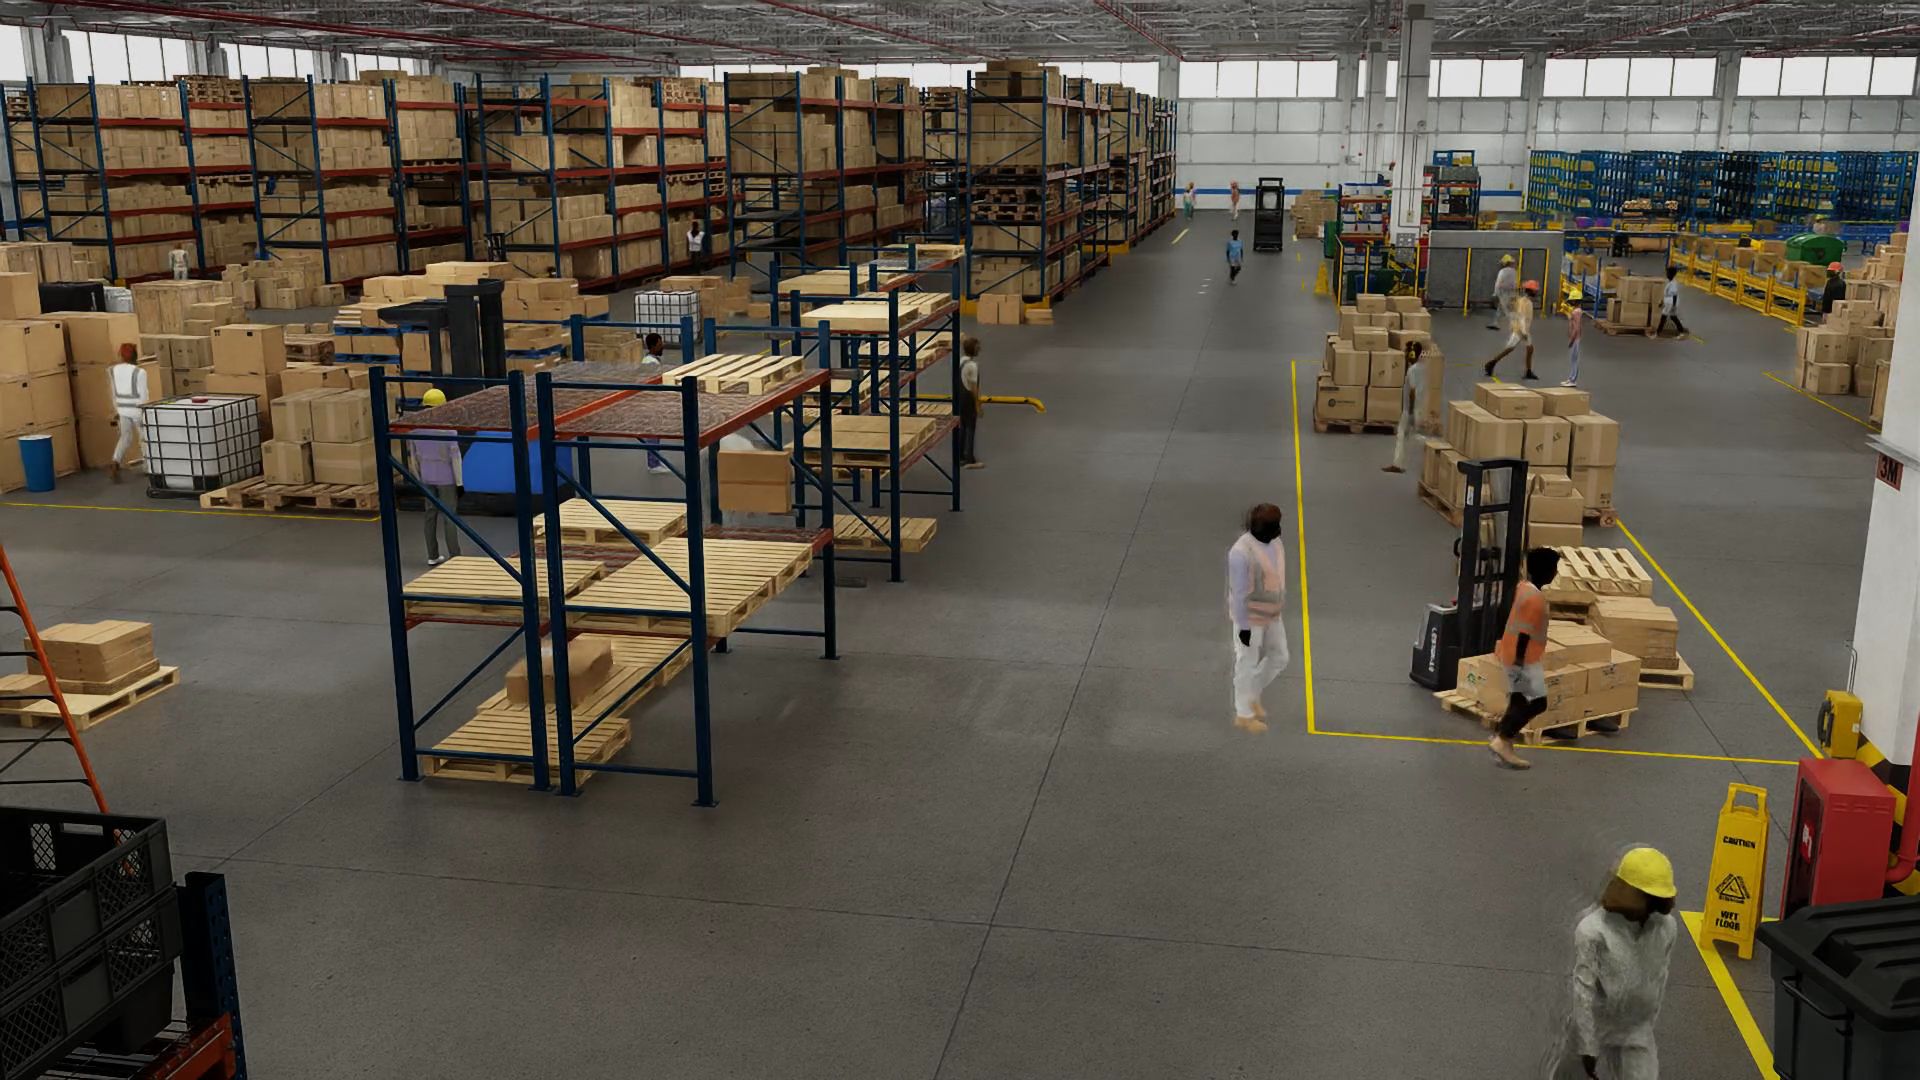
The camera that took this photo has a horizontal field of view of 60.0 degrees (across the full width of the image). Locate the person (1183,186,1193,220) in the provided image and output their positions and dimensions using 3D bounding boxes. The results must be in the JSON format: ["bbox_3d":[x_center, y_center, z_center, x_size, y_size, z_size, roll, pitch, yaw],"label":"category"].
[{"bbox_3d":[11.992,-17.766,87.628,0.533,1.767,0.326,3,14,12],"label":"person"}]

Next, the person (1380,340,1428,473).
[{"bbox_3d":[6.208,-1.795,22.627,0.788,1.852,0.522,9,17,34],"label":"person"}]

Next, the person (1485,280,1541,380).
[{"bbox_3d":[10.517,-3.984,31.476,0.982,1.896,0.567,11,18,38],"label":"person"}]

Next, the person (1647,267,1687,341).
[{"bbox_3d":[15.884,-5.267,37.106,0.858,1.658,0.536,3,14,13],"label":"person"}]

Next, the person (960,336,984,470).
[{"bbox_3d":[0.108,-1.898,23.042,0.325,1.843,0.517,-7,16,-27],"label":"person"}]

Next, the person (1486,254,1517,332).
[{"bbox_3d":[12.765,-5.751,38.796,0.589,1.806,0.876,-13,19,-42],"label":"person"}]

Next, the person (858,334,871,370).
[{"bbox_3d":[-1.886,-4.305,32.562,0.618,1.963,0.361,6,15,22],"label":"person"}]

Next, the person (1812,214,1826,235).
[{"bbox_3d":[30.193,-10.575,58.464,0.505,1.753,0.530,-4,14,-17],"label":"person"}]

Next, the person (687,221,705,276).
[{"bbox_3d":[-8.145,-8.879,51.240,0.601,1.907,0.454,3,14,13],"label":"person"}]

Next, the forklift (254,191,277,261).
[{"bbox_3d":[-20.411,-9.120,50.231,1.129,2.768,1.873,3,14,10],"label":"forklift"}]

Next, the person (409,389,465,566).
[{"bbox_3d":[-5.590,-0.662,17.854,0.586,1.928,0.365,4,14,15],"label":"person"}]

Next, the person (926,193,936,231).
[{"bbox_3d":[-1.283,-14.413,73.716,0.556,1.915,0.592,4,14,16],"label":"person"}]

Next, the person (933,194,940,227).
[{"bbox_3d":[-1.086,-16.012,80.822,0.523,1.619,0.615,3,14,12],"label":"person"}]

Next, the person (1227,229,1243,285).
[{"bbox_3d":[8.334,-8.573,50.457,0.542,1.687,0.392,-4,15,-18],"label":"person"}]

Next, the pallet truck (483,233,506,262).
[{"bbox_3d":[-11.832,-7.026,43.548,1.885,1.965,0.823,8,16,28],"label":"pallet truck"}]

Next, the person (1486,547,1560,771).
[{"bbox_3d":[4.130,0.868,12.146,0.369,1.661,0.571,3,14,12],"label":"person"}]

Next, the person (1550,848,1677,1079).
[{"bbox_3d":[2.825,2.094,7.156,0.493,1.685,0.928,-2,14,-7],"label":"person"}]

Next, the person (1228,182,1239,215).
[{"bbox_3d":[15.238,-19.048,92.692,0.527,1.833,0.636,-4,14,-15],"label":"person"}]

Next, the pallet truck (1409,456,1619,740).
[{"bbox_3d":[4.504,0.400,13.395,0.823,1.965,1.885,-6,15,-23],"label":"pallet truck"}]

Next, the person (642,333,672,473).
[{"bbox_3d":[-4.197,-1.882,22.823,0.392,1.920,0.593,-4,14,-15],"label":"person"}]

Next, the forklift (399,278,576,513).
[{"bbox_3d":[-5.862,-1.786,20.454,1.873,2.768,1.129,3,14,10],"label":"forklift"}]

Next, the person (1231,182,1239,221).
[{"bbox_3d":[14.278,-17.587,86.430,0.396,1.992,0.622,1,14,4],"label":"person"}]

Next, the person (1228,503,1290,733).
[{"bbox_3d":[2.311,0.602,12.928,0.438,1.830,0.639,13,19,43],"label":"person"}]

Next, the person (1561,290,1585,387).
[{"bbox_3d":[11.236,-3.691,30.477,0.306,1.772,0.525,5,15,19],"label":"person"}]

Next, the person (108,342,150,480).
[{"bbox_3d":[-11.112,-1.708,22.231,0.577,1.865,0.769,2,14,9],"label":"person"}]

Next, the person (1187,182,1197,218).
[{"bbox_3d":[12.410,-18.208,89.110,0.555,1.913,0.477,1,14,3],"label":"person"}]

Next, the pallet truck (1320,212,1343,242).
[{"bbox_3d":[15.874,-13.227,70.310,0.680,1.201,1.601,10,17,35],"label":"pallet truck"}]

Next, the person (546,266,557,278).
[{"bbox_3d":[-8.618,-4.840,34.971,0.700,1.854,0.522,8,16,29],"label":"person"}]

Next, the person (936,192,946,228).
[{"bbox_3d":[-0.720,-14.719,74.945,0.653,1.915,0.620,3,14,11],"label":"person"}]

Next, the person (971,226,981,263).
[{"bbox_3d":[0.531,-10.247,56.972,0.429,1.835,0.618,11,17,37],"label":"person"}]

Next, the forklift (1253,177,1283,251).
[{"bbox_3d":[12.083,-12.747,64.956,1.129,2.768,1.873,3,14,10],"label":"forklift"}]

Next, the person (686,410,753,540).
[{"bbox_3d":[-2.396,-0.405,16.919,0.692,1.885,1.045,-9,17,-33],"label":"person"}]

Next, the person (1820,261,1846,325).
[{"bbox_3d":[17.900,-4.720,34.185,0.378,1.996,0.610,-1,14,-3],"label":"person"}]

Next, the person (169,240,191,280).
[{"bbox_3d":[-21.743,-7.541,46.402,0.533,1.615,0.567,-7,15,-26],"label":"person"}]
